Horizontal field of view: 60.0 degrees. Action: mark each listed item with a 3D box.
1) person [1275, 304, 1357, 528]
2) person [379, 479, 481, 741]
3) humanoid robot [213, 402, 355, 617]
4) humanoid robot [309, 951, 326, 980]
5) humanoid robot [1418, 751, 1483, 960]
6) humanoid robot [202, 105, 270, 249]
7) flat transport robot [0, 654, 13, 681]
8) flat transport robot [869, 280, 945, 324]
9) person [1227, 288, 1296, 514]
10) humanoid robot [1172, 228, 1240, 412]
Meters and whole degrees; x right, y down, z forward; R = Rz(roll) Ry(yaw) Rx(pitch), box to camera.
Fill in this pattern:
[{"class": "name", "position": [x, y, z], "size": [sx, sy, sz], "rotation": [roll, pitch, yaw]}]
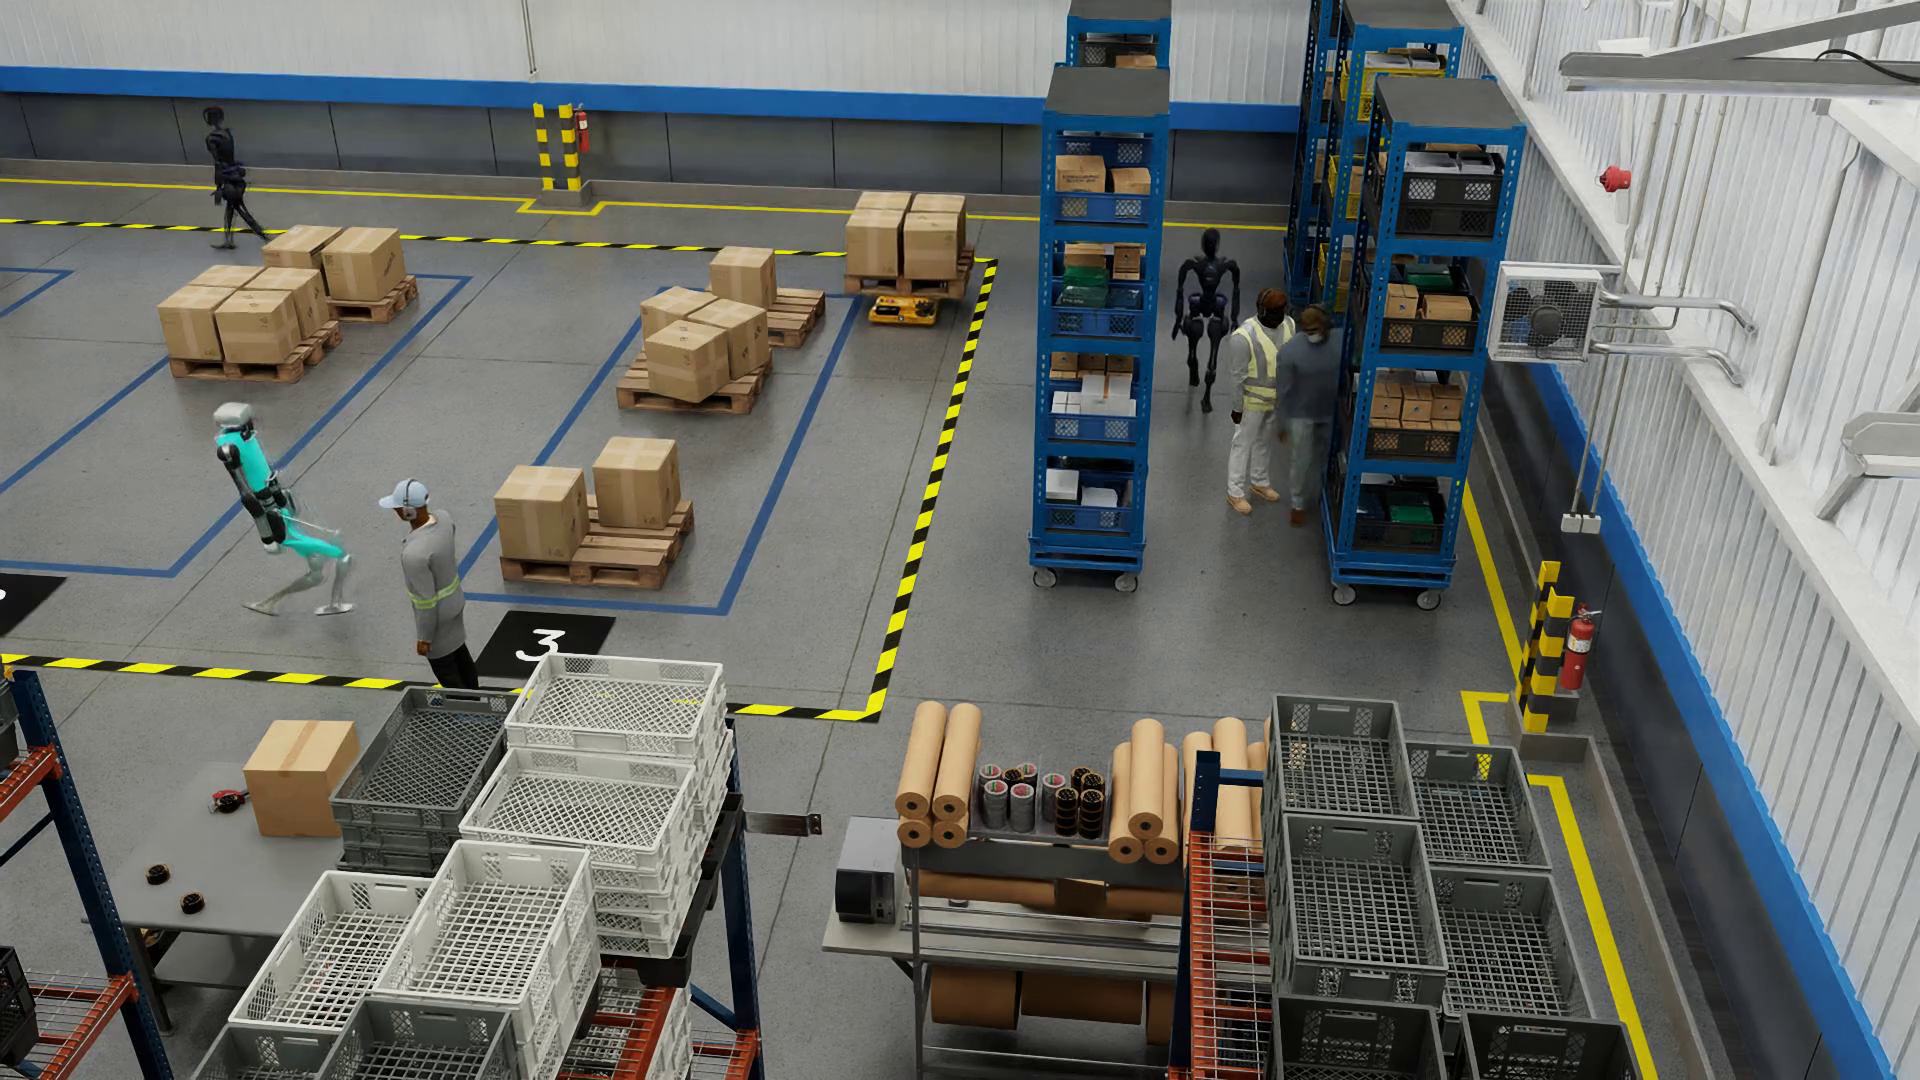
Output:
[{"class": "person", "position": [2.745, -0.965, 12.722], "size": [0.788, 1.889, 0.389], "rotation": [-9, 32, -16]}, {"class": "person", "position": [-3.280, 0.444, 10.336], "size": [0.394, 1.850, 0.598], "rotation": [1, 30, 3]}, {"class": "humanoid robot", "position": [-4.587, -0.154, 11.455], "size": [0.977, 1.718, 0.543], "rotation": [-4, 30, -7]}, {"class": "humanoid robot", "position": [-2.339, 2.298, 7.249], "size": [0.550, 1.733, 0.977], "rotation": [21, 36, 31]}, {"class": "humanoid robot", "position": [2.408, 1.696, 8.354], "size": [0.590, 1.645, 0.383], "rotation": [11, 32, 18]}, {"class": "humanoid robot", "position": [-7.886, -3.896, 18.006], "size": [0.535, 1.664, 0.595], "rotation": [-3, 30, -4]}, {"class": "flat transport robot", "position": [-7.142, 0.969, 11.010], "size": [1.431, 0.231, 0.659], "rotation": [3, 30, 6]}, {"class": "flat transport robot", "position": [-0.504, -2.592, 17.097], "size": [0.652, 0.197, 1.431], "rotation": [3, 30, 6]}, {"class": "person", "position": [2.367, -1.103, 13.004], "size": [0.635, 1.841, 0.429], "rotation": [-21, 36, -31]}, {"class": "humanoid robot", "position": [2.201, -2.011, 14.756], "size": [0.609, 1.632, 0.678], "rotation": [3, 30, 4]}]
